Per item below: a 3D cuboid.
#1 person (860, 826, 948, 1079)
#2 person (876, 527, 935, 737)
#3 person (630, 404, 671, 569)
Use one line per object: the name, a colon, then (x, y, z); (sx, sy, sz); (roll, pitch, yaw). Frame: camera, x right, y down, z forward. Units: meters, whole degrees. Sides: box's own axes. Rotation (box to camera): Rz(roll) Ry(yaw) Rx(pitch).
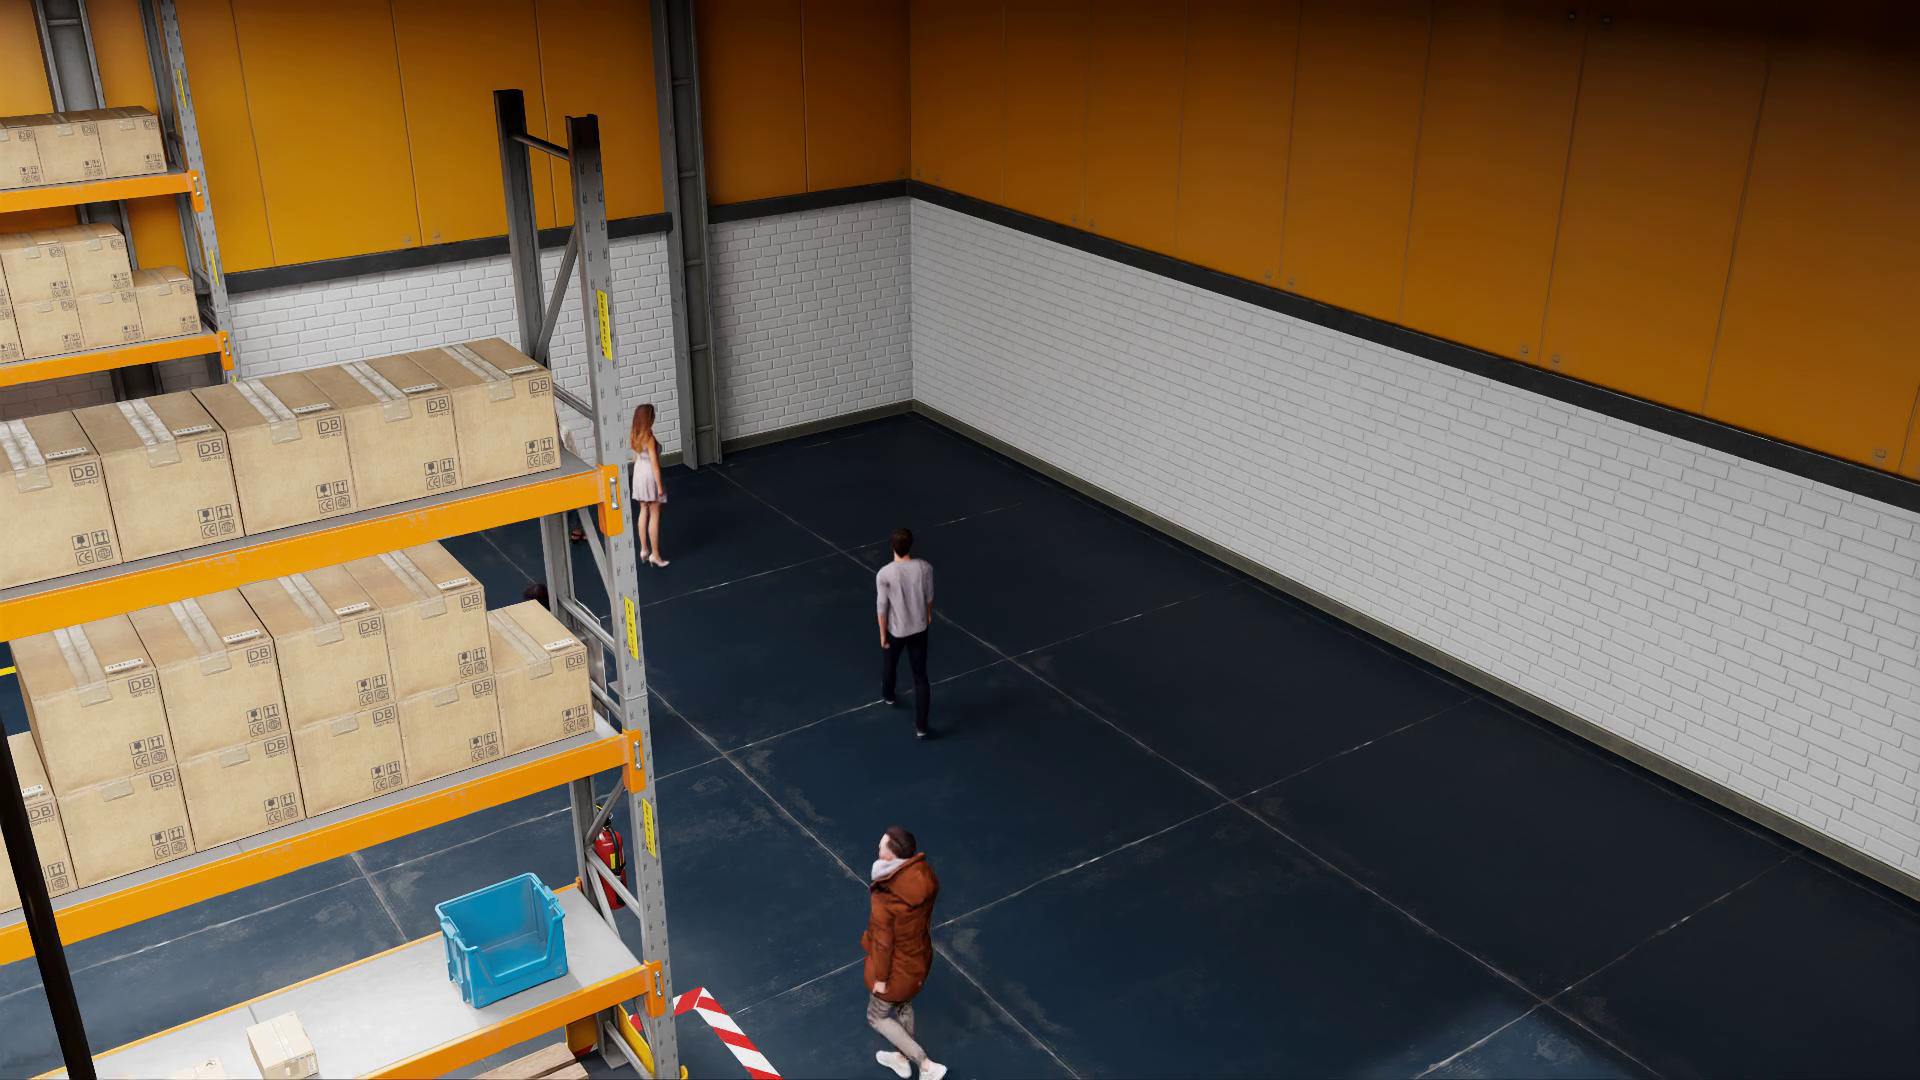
person: (-0.294, 2.557, 9.986); (0.935, 1.824, 0.918); (15, 28, 31)
person: (-0.425, 0.802, 14.027); (1.147, 1.804, 1.006); (-5, 24, -12)
person: (-3.224, -0.568, 17.205); (0.609, 1.768, 0.591); (-20, 31, -38)
